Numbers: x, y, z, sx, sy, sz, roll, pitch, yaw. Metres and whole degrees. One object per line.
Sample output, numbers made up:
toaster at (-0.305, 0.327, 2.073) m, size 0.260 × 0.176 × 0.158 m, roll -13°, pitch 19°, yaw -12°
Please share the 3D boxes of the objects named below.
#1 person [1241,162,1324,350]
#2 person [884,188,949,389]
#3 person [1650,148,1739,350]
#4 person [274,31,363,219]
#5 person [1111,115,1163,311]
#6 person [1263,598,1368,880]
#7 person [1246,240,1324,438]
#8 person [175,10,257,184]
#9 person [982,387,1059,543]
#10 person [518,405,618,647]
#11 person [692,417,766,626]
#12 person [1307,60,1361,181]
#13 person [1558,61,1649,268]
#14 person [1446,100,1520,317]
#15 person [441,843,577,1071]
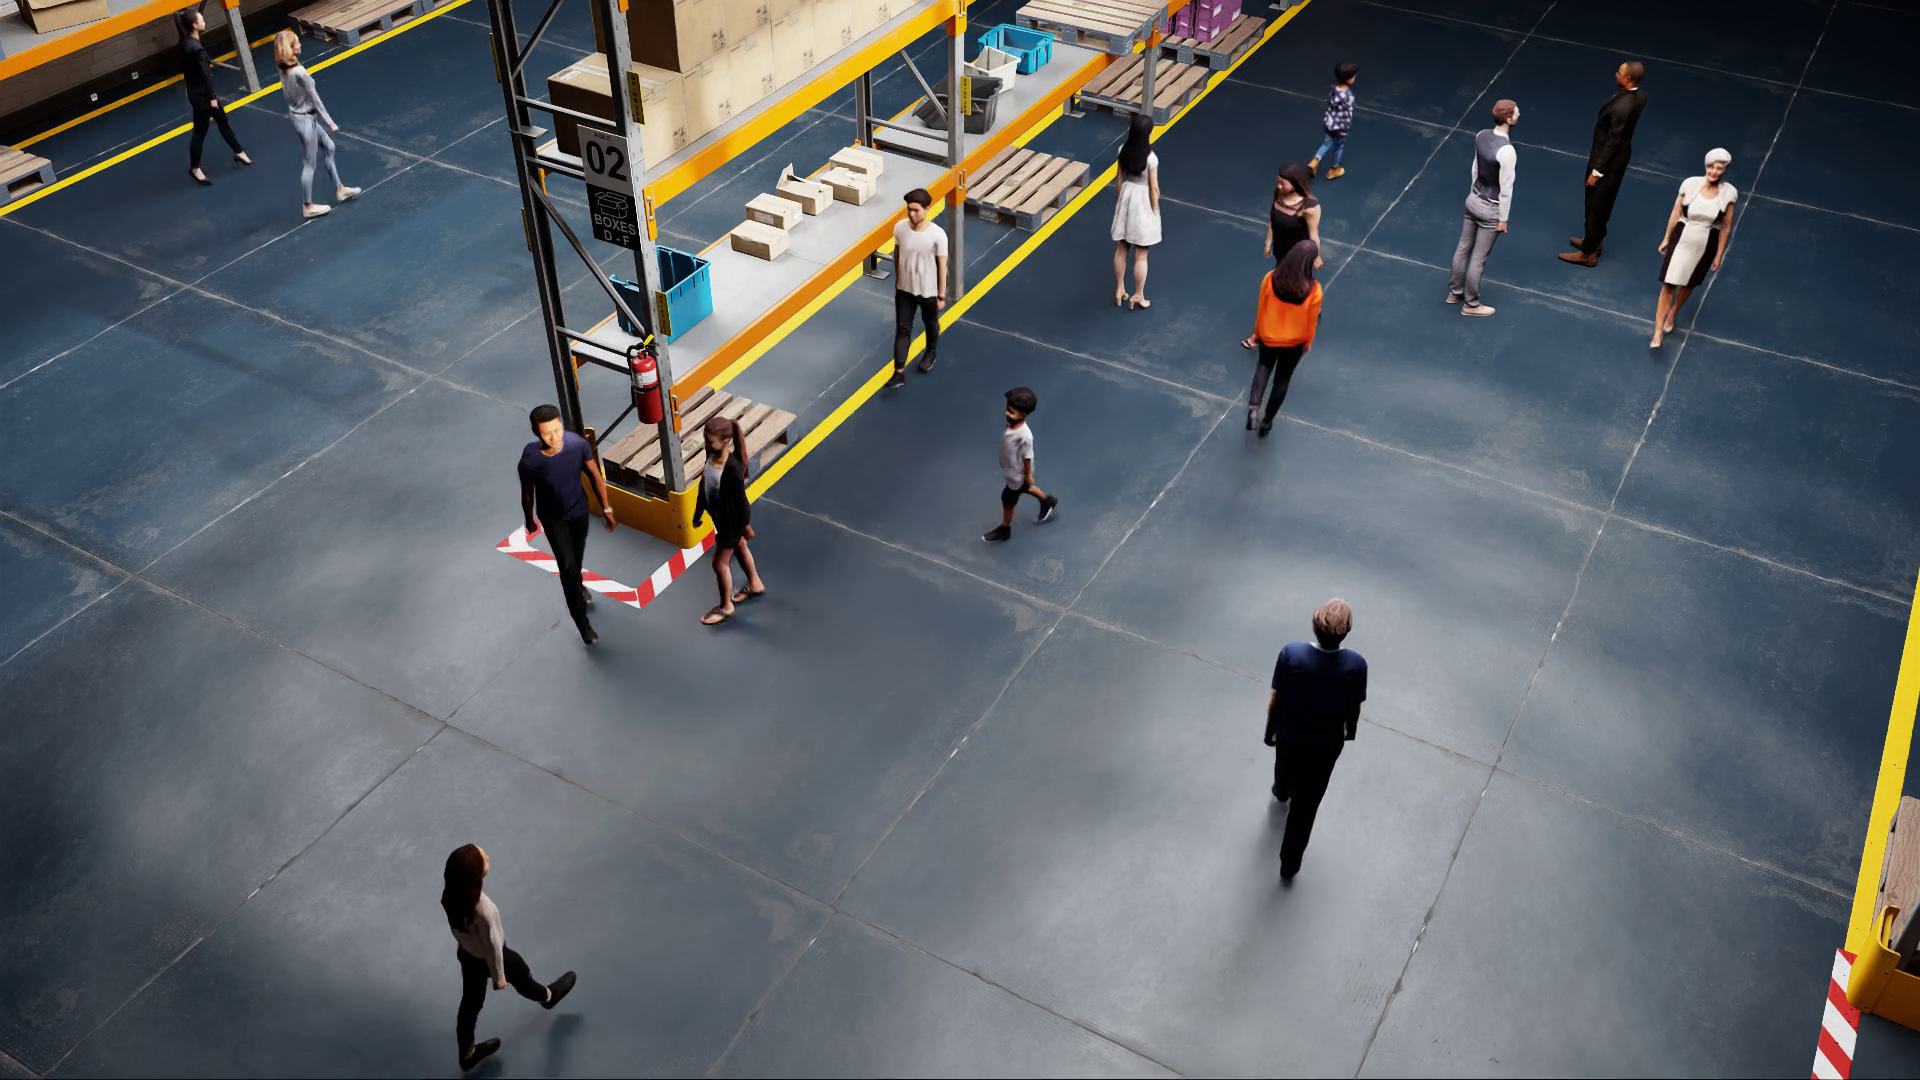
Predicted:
person at (2.835, -2.366, 13.835) m, size 1.217 × 1.649 × 1.064 m, roll -18°, pitch 42°, yaw -21°
person at (-0.291, -2.094, 13.459) m, size 0.757 × 1.693 × 1.052 m, roll 14°, pitch 41°, yaw 17°
person at (6.139, -2.477, 13.913) m, size 0.707 × 1.726 × 1.015 m, roll 16°, pitch 41°, yaw 19°
person at (-6.218, -3.864, 15.612) m, size 0.961 × 1.772 × 0.776 m, roll -27°, pitch 46°, yaw -30°
person at (1.513, -2.812, 14.294) m, size 0.702 × 1.774 × 0.699 m, roll 29°, pitch 47°, yaw 32°
person at (1.934, 1.152, 9.283) m, size 0.820 × 1.833 × 1.139 m, roll 11°, pitch 40°, yaw 14°
person at (2.435, -1.466, 12.646) m, size 0.658 × 1.728 × 0.712 m, roll 14°, pitch 41°, yaw 16°
person at (-7.458, -4.295, 16.233) m, size 0.994 × 1.671 × 0.834 m, roll -22°, pitch 44°, yaw -25°
person at (0.471, -0.562, 11.902) m, size 0.916 × 1.243 × 0.797 m, roll -15°, pitch 41°, yaw -18°
person at (-2.661, -0.231, 11.078) m, size 1.041 × 1.754 × 0.982 m, roll -25°, pitch 45°, yaw -28°
person at (-1.484, -0.203, 11.215) m, size 0.861 × 1.539 × 0.728 m, roll -23°, pitch 44°, yaw -26°
person at (3.665, -4.101, 16.337) m, size 0.790 × 1.238 × 0.657 m, roll -25°, pitch 45°, yaw -28°
person at (5.815, -3.381, 14.901) m, size 0.770 × 1.905 × 0.588 m, roll 26°, pitch 45°, yaw 28°
person at (4.491, -2.851, 14.211) m, size 0.790 × 1.938 × 0.741 m, roll -11°, pitch 40°, yaw -14°
person at (-2.454, 2.127, 8.376) m, size 0.681 × 1.442 × 1.006 m, roll 28°, pitch 46°, yaw 31°
